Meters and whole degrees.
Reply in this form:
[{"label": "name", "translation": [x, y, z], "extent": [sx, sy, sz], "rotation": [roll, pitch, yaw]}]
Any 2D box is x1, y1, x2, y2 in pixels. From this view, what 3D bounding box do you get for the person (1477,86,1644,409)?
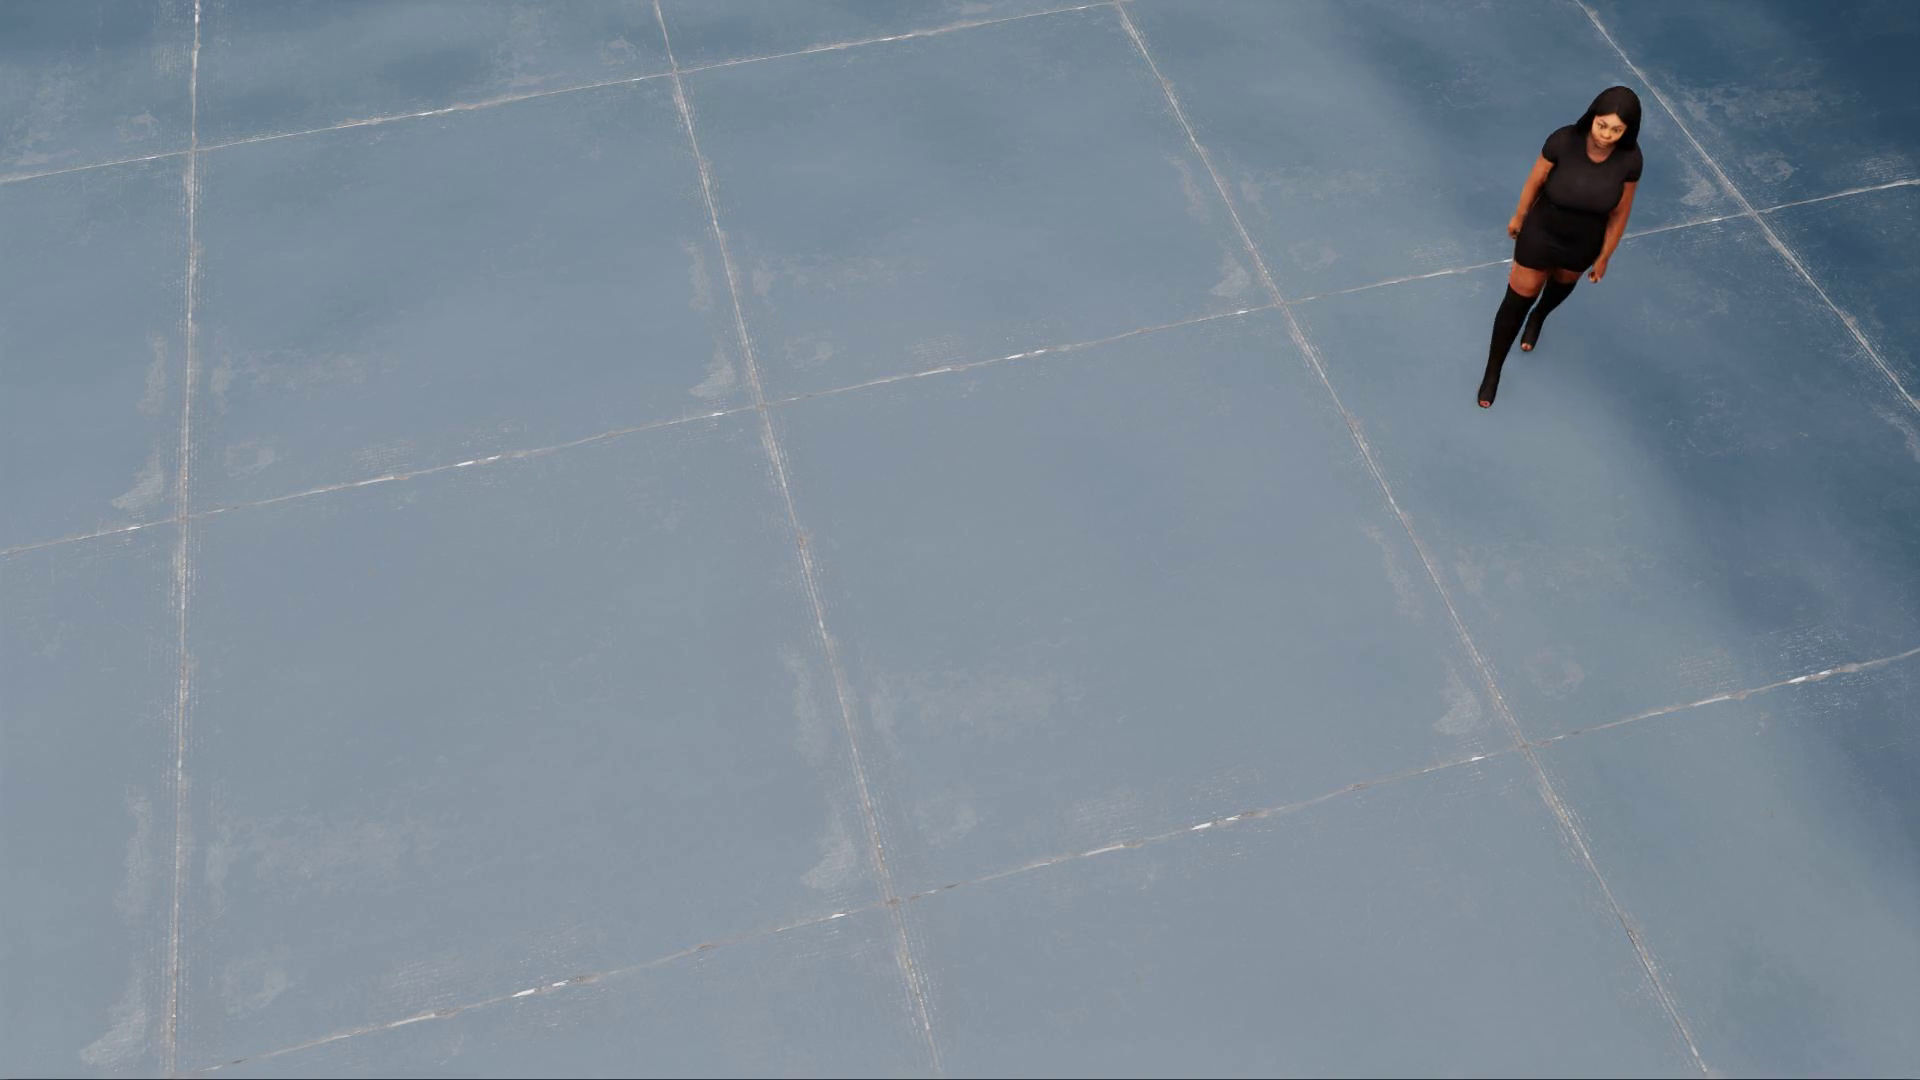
[{"label": "person", "translation": [3.089, -1.593, 8.483], "extent": [1.049, 1.817, 1.190], "rotation": [16, 54, 12]}]
